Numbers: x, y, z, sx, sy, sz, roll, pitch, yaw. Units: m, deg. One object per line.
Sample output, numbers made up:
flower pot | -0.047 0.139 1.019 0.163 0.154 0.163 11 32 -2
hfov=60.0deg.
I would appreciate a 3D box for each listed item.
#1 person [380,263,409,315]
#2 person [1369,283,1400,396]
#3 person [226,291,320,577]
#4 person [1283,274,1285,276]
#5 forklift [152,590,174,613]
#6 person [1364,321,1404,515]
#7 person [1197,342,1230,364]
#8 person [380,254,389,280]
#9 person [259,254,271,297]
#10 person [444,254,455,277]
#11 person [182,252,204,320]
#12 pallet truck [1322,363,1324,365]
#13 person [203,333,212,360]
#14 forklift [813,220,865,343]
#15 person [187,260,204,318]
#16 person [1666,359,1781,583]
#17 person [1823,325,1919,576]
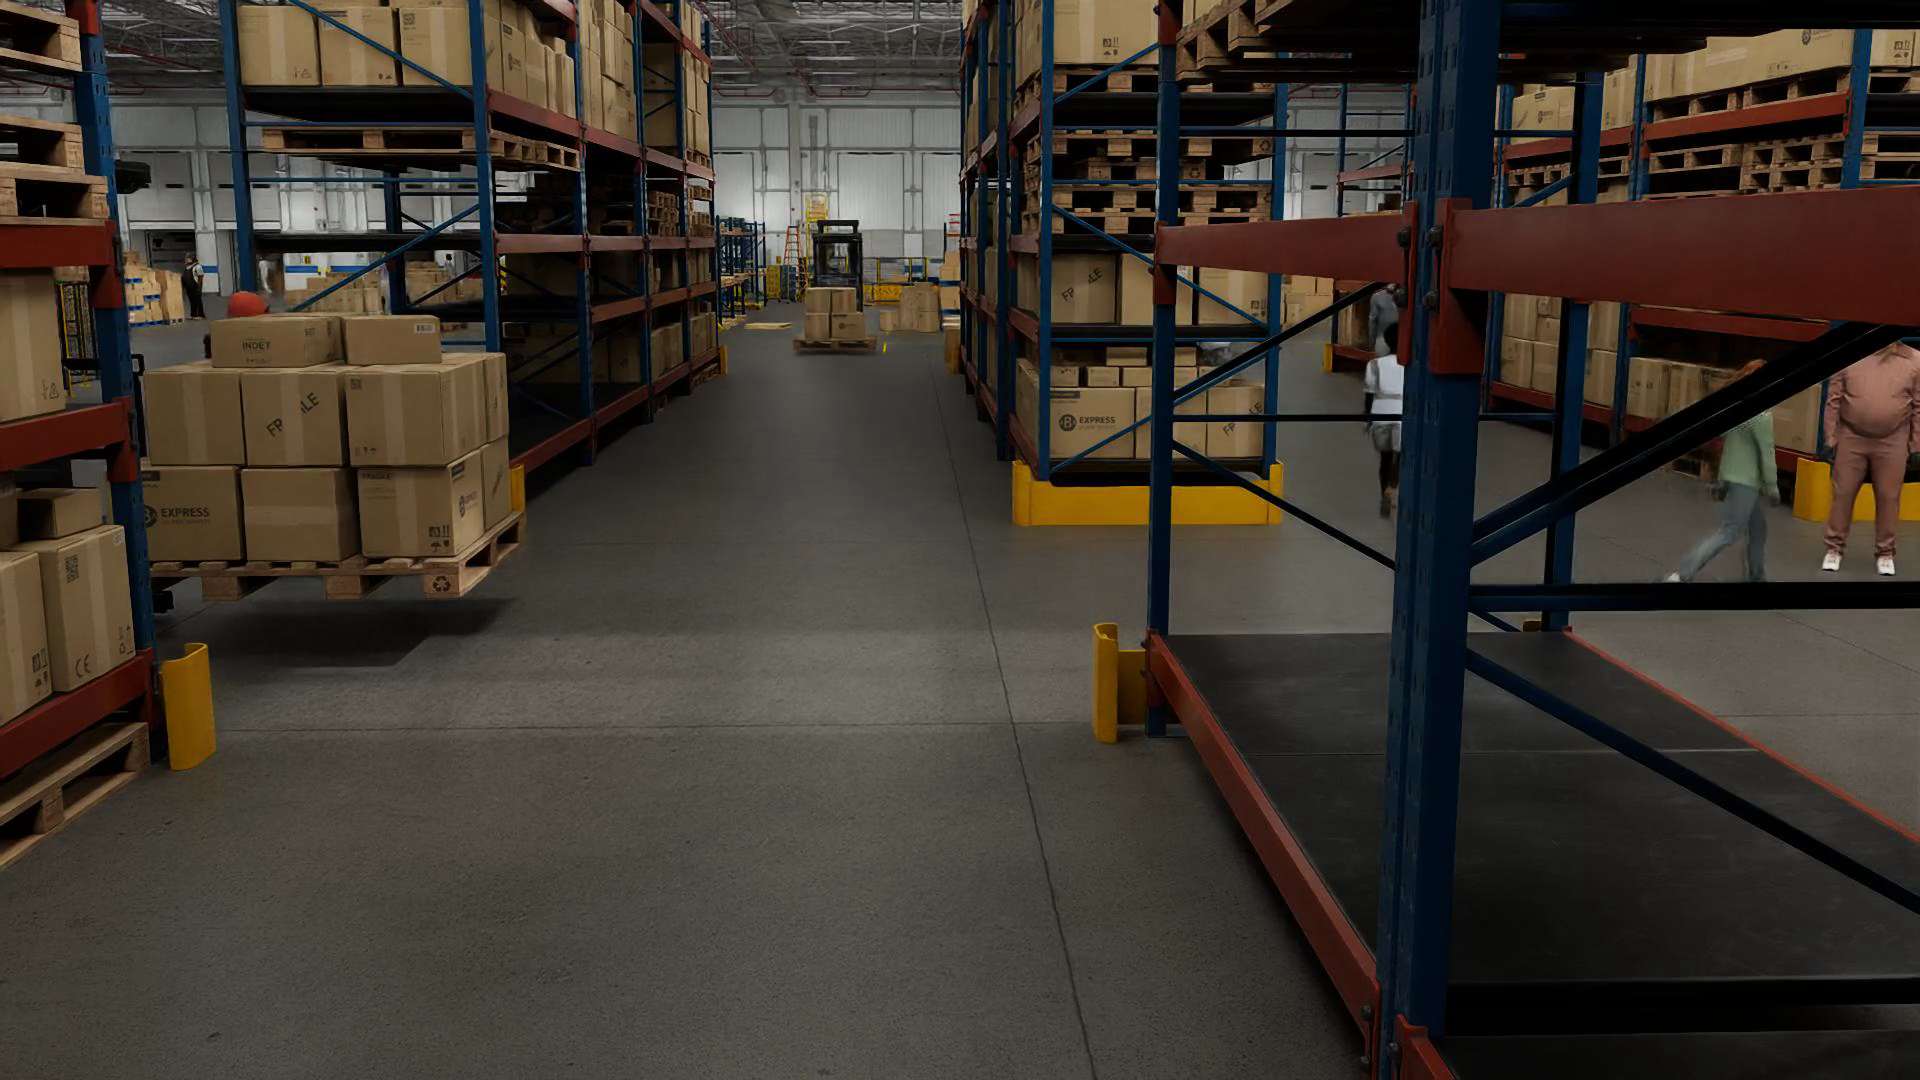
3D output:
person | -11.894 -4.906 35.086 0.623 1.938 0.836 0 10 -2
person | 6.131 -2.856 23.661 0.630 1.936 0.366 2 10 14
person | -4.905 -0.726 11.615 0.921 1.991 0.603 1 10 7
person | 11.444 -8.935 57.517 0.627 1.940 0.375 -4 11 -19
forklift | -5.858 -0.811 9.639 1.873 2.768 1.129 -1 10 -3
person | 3.715 -1.041 14.279 0.534 1.677 0.759 6 12 29
person | 3.484 -2.711 22.973 0.550 1.886 0.977 -1 10 -3
person | -21.513 -9.788 62.345 0.408 1.918 0.584 1 10 4
person | -29.171 -11.091 69.789 0.571 1.849 0.528 5 11 26
person | -21.348 -11.043 69.536 0.430 1.843 0.625 -4 11 -21
person | -23.004 -7.605 49.825 0.688 2.000 0.539 6 12 32
pallet truck | 7.712 -4.157 30.737 1.885 1.965 0.823 3 11 16
person | -5.474 -0.738 12.586 0.703 1.666 0.528 1 10 5
forklift | -2.724 -5.803 37.449 1.129 2.768 1.873 0 10 -2
person | -23.077 -7.617 50.200 0.379 1.934 0.548 -3 11 -17
person | 5.012 -0.369 10.747 0.789 1.602 0.500 1 10 6
person | 6.454 -0.698 11.750 0.648 1.898 0.395 6 12 28
